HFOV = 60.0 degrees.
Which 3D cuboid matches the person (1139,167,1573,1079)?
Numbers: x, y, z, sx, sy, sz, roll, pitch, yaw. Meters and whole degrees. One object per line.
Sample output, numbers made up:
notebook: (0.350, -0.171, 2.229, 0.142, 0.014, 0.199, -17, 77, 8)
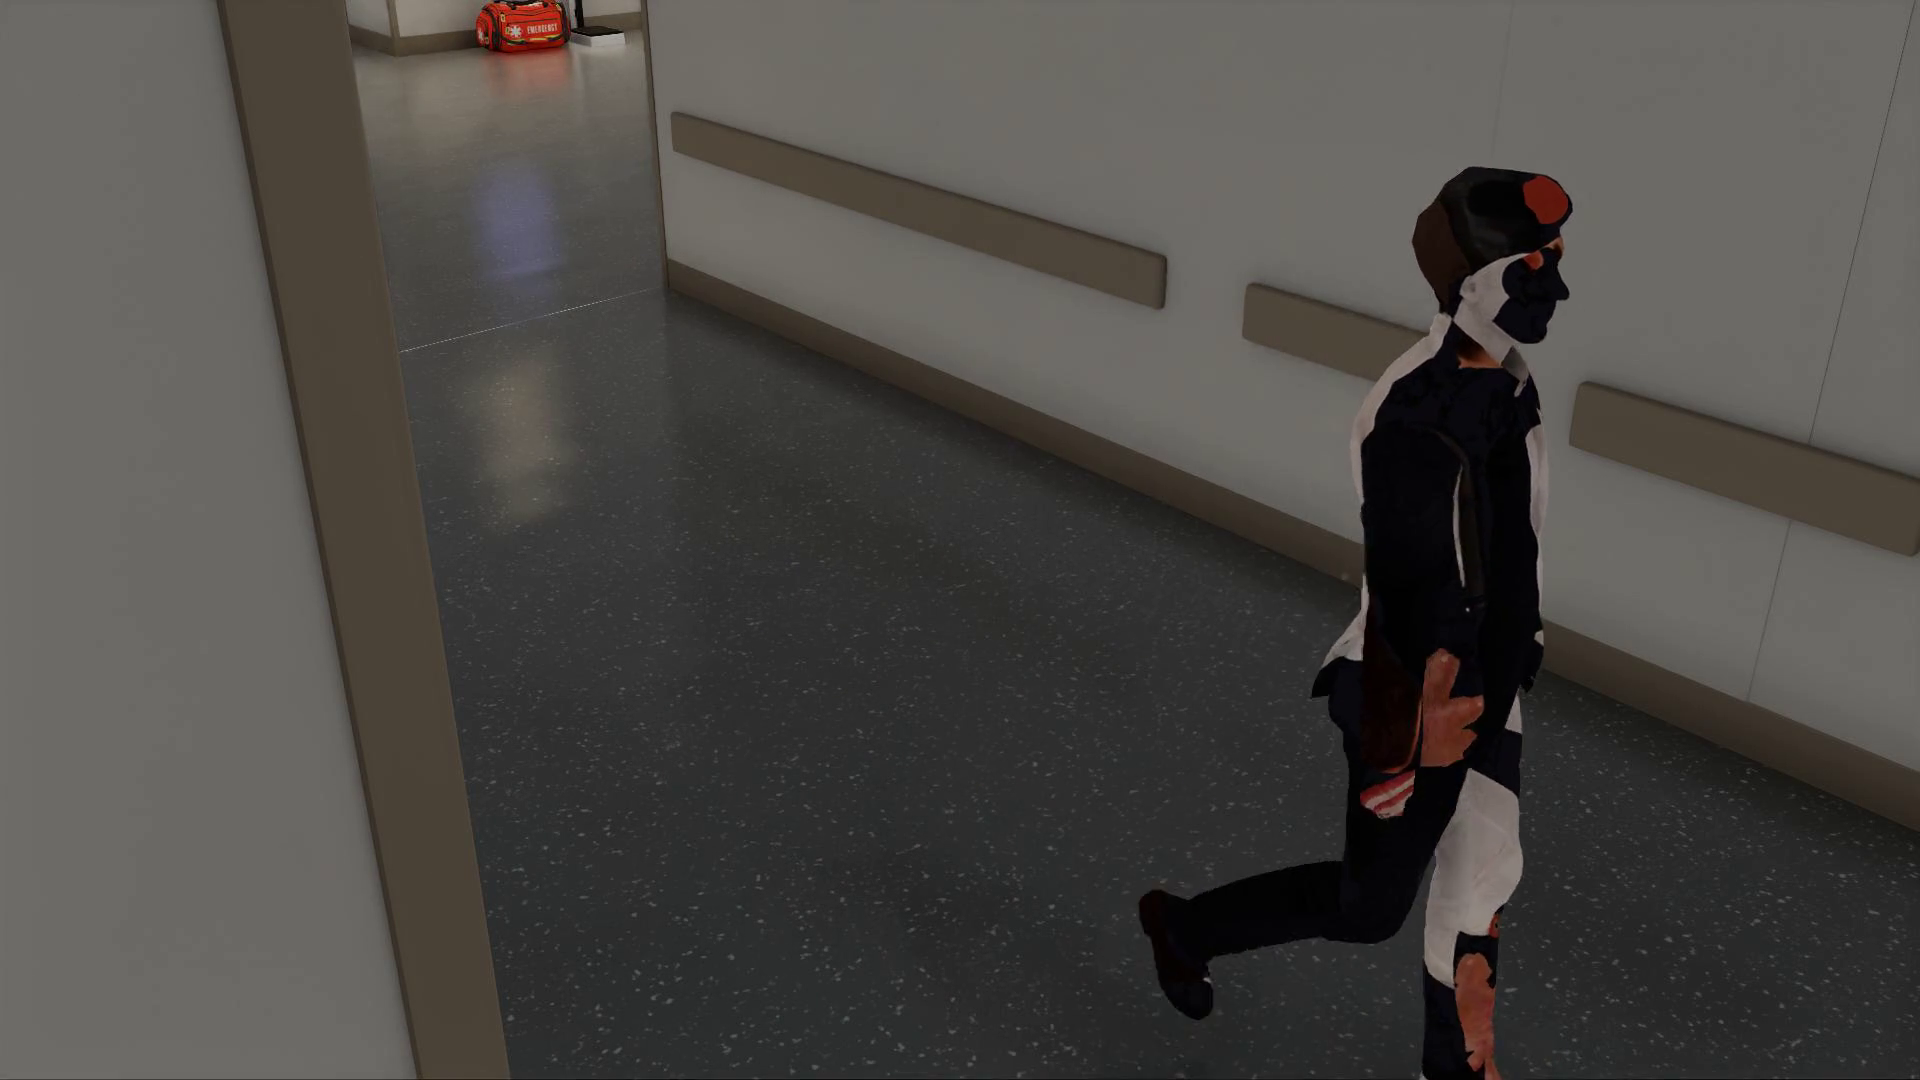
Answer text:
person: (0.765, 0.268, 3.016, 0.968, 1.867, 1.148, 16, 30, 30)
